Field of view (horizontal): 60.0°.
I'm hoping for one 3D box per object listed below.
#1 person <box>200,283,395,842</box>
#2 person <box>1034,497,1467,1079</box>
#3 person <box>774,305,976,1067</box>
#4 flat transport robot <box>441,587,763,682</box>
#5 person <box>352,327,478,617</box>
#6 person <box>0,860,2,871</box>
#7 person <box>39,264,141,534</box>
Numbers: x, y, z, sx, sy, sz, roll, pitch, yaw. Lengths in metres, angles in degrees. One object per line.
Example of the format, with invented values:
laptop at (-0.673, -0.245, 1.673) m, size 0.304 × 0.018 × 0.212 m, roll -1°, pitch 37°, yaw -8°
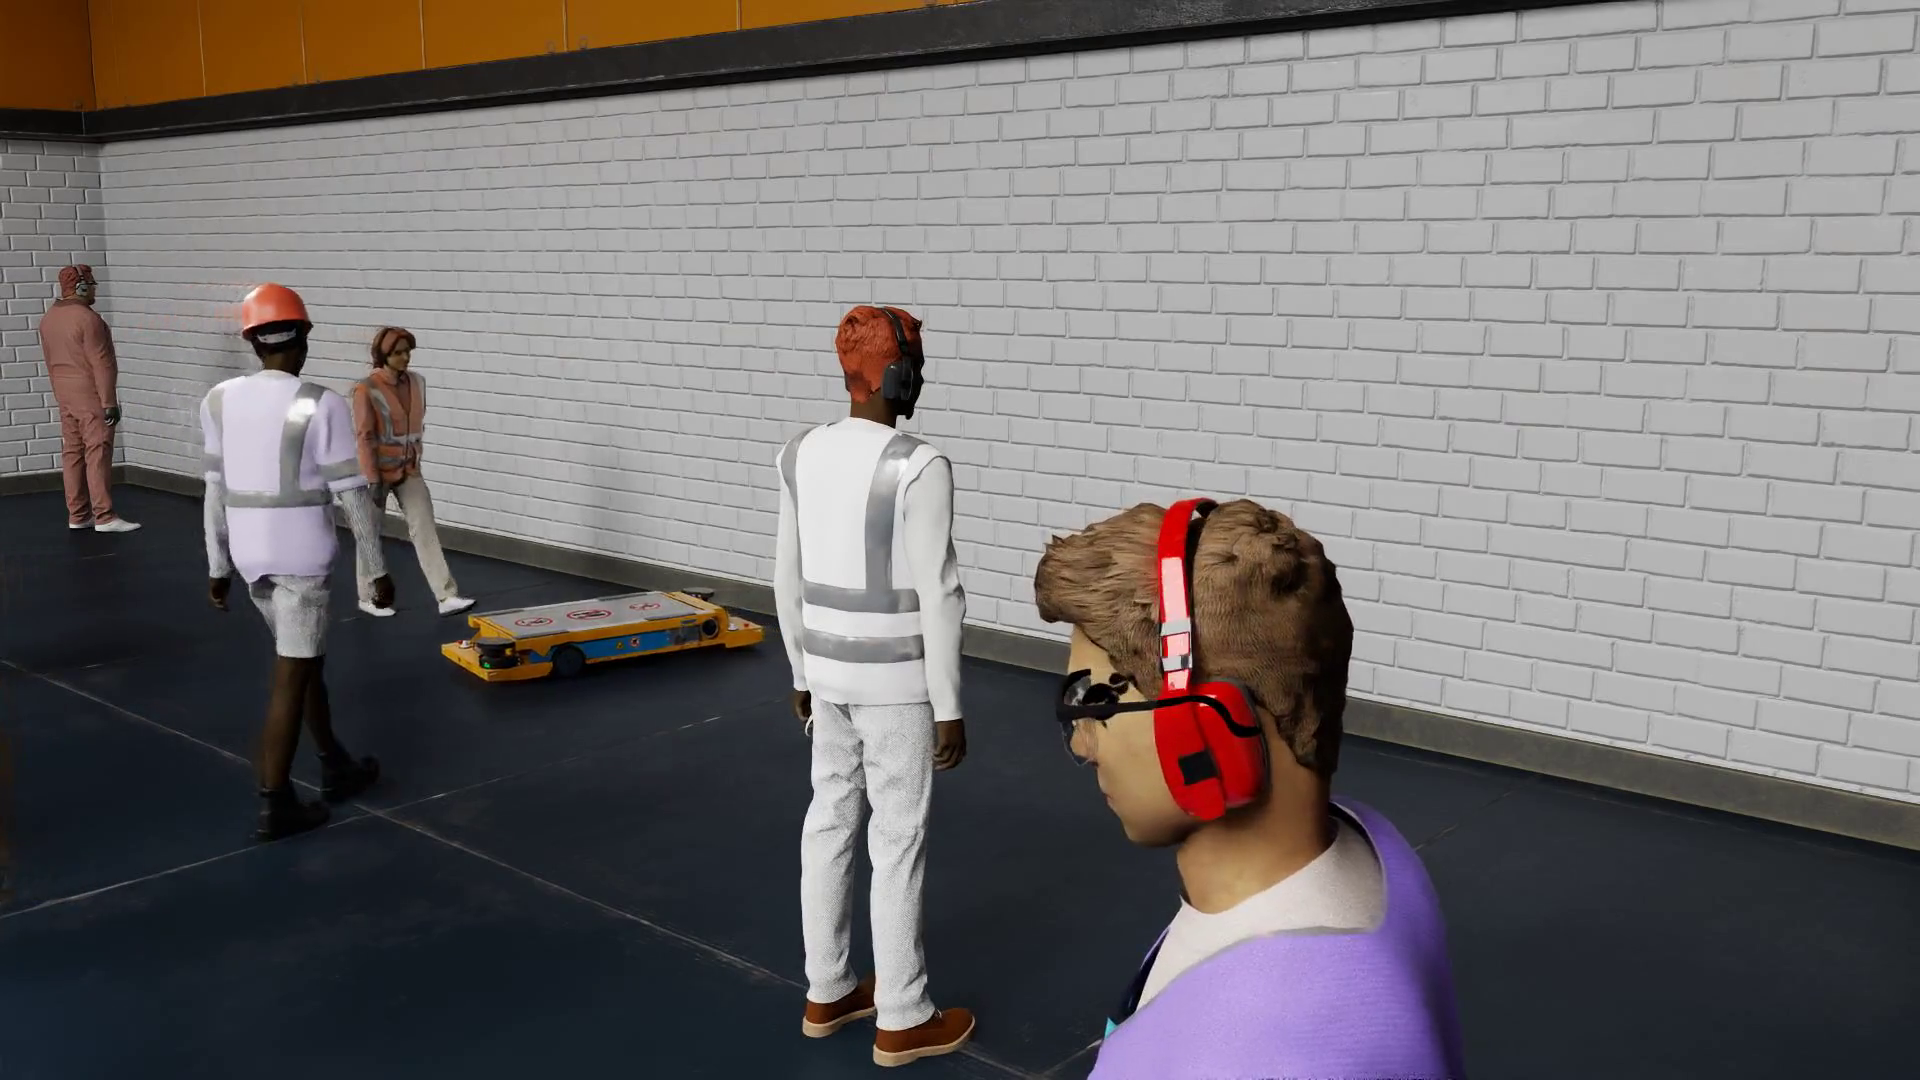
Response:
person at (-2.279, 0.053, 5.875) m, size 0.592 × 1.889 × 0.835 m, roll 3°, pitch 11°, yaw 19°
person at (0.248, 0.876, 1.376) m, size 0.389 × 1.837 × 0.563 m, roll 3°, pitch 10°, yaw 17°
person at (-0.215, 0.362, 4.163) m, size 0.585 × 1.882 × 0.337 m, roll 9°, pitch 13°, yaw 41°
flat transport robot at (-1.763, 0.450, 8.252) m, size 1.431 × 0.197 × 0.652 m, roll -7°, pitch 12°, yaw -35°
person at (-2.994, -0.340, 8.957) m, size 0.843 × 1.588 × 0.532 m, roll 6°, pitch 11°, yaw 29°
person at (-2.171, 0.586, 3.174) m, size 0.983 × 1.789 × 0.528 m, roll 3°, pitch 10°, yaw 18°
person at (-6.203, -0.998, 11.845) m, size 0.642 × 1.909 × 0.409 m, roll 6°, pitch 11°, yaw 29°
